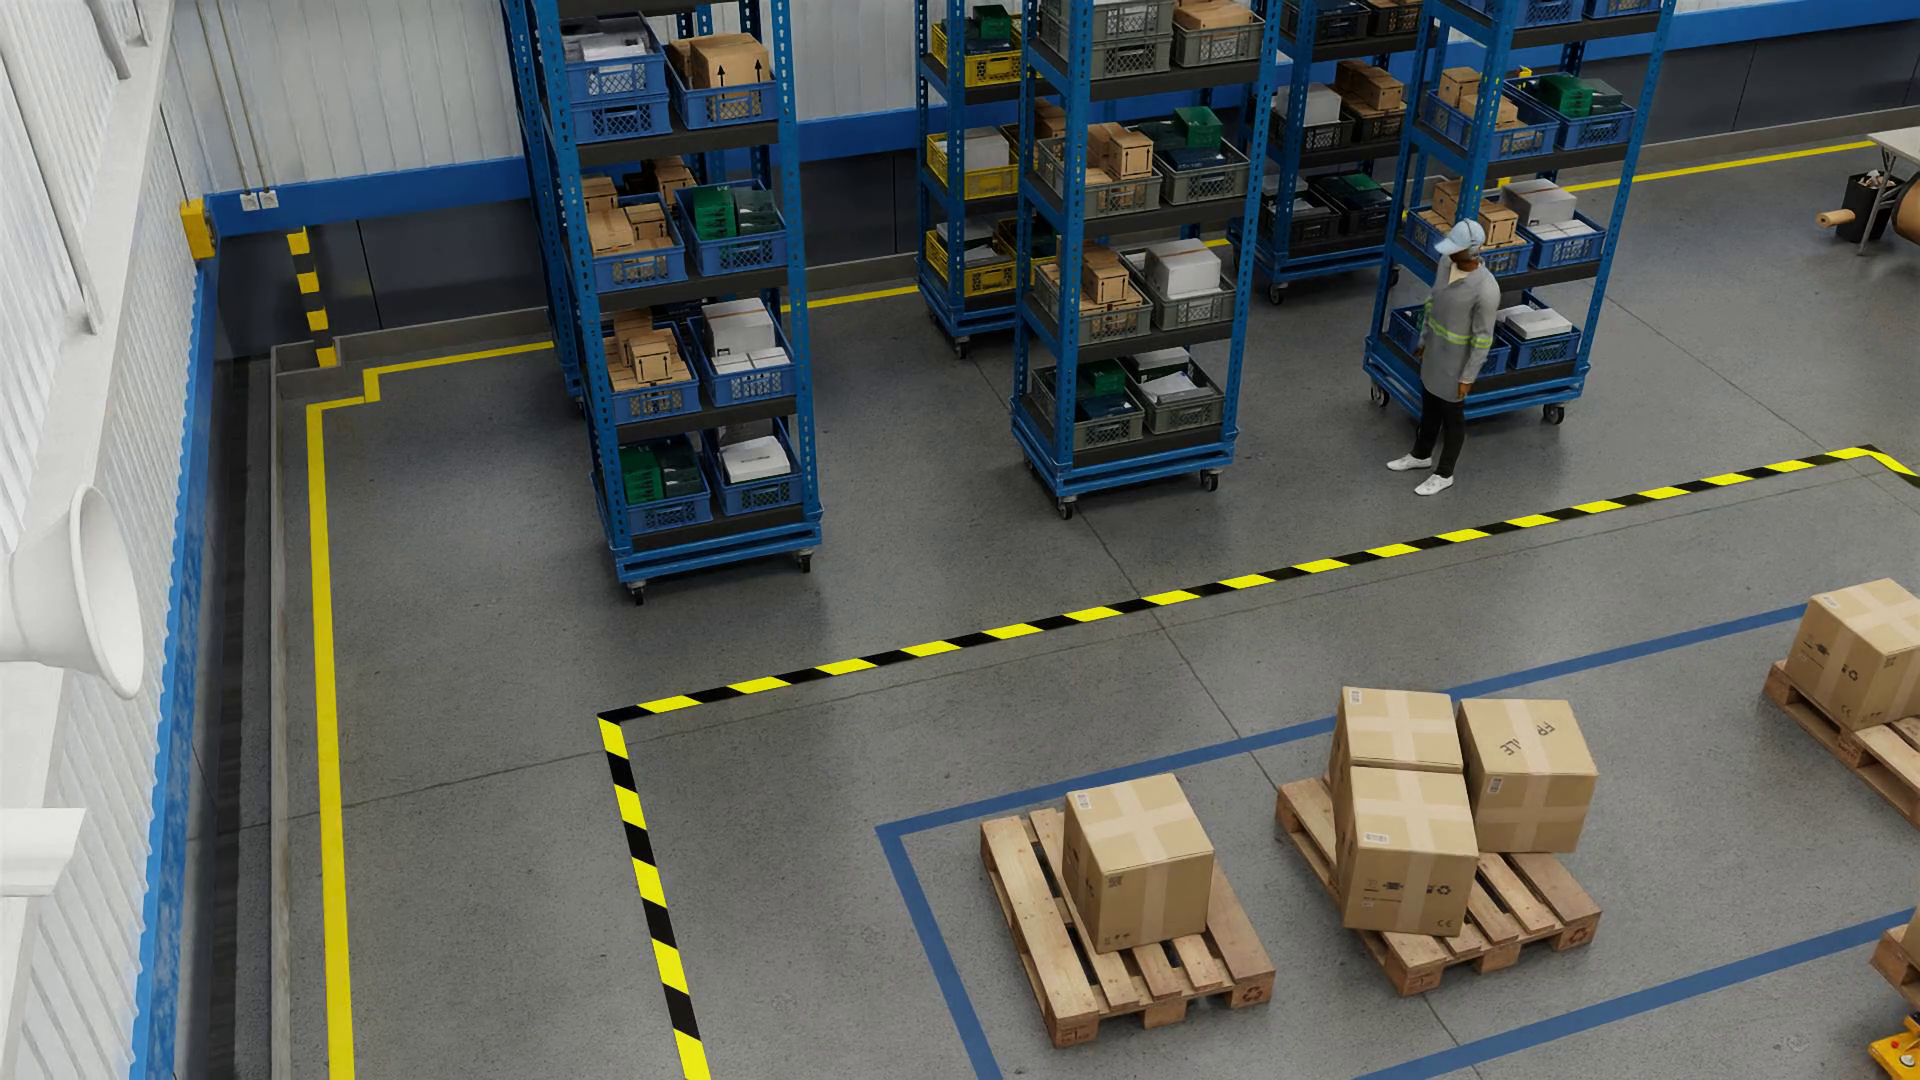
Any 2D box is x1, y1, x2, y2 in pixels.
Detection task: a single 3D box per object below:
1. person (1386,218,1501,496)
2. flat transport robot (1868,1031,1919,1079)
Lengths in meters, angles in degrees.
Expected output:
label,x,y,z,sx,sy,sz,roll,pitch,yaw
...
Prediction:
label,x,y,z,sx,sy,sz,roll,pitch,yaw
person,3.001,-1.133,10.292,0.396,1.847,0.588,-11,37,-15
flat transport robot,4.645,2.158,6.971,1.431,0.197,0.652,-11,37,-15
